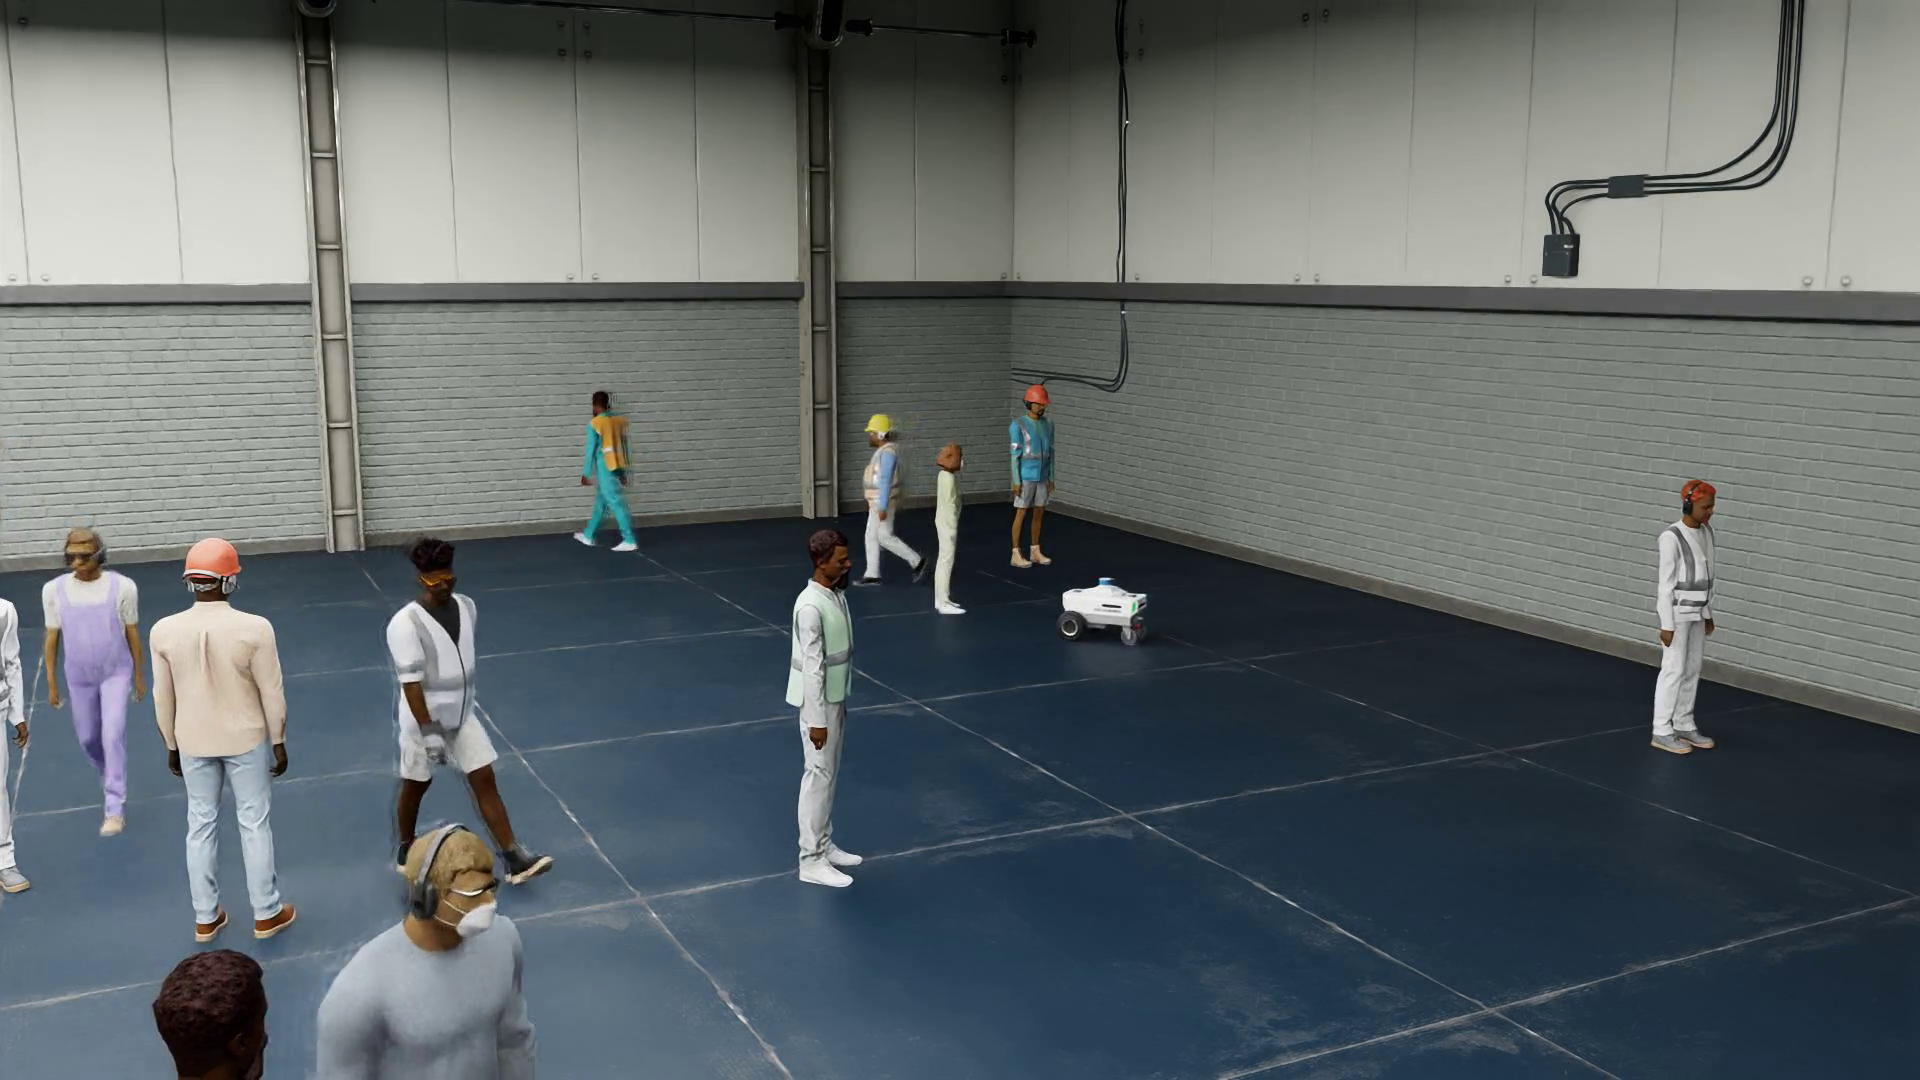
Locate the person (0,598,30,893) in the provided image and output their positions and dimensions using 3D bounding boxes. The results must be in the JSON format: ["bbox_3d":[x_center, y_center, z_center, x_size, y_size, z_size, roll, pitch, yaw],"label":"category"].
[{"bbox_3d":[-5.174,0.949,8.668,0.355,1.882,0.576,8,12,42],"label":"person"}]

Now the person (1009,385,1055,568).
[{"bbox_3d":[0.826,-0.703,18.408,0.602,2.033,0.415,-7,12,-38],"label":"person"}]

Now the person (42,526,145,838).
[{"bbox_3d":[-5.128,0.787,9.906,0.524,1.816,0.846,-3,10,-18],"label":"person"}]

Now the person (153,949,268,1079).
[{"bbox_3d":[-1.513,1.779,3.448,0.591,1.919,0.392,2,9,11],"label":"person"}]

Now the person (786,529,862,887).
[{"bbox_3d":[-0.738,0.884,8.959,0.375,1.917,0.599,1,9,6],"label":"person"}]

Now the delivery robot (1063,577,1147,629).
[{"bbox_3d":[1.286,0.576,14.759,0.707,0.478,0.477,4,10,24],"label":"delivery robot"}]

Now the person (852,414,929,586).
[{"bbox_3d":[-0.729,-0.405,17.236,0.706,1.811,0.596,-2,9,-12],"label":"person"}]

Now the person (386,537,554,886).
[{"bbox_3d":[-2.670,0.927,8.735,1.032,1.896,0.621,5,10,27],"label":"person"}]

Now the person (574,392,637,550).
[{"bbox_3d":[-4.209,-0.814,19.635,1.001,1.854,0.580,3,10,19],"label":"person"}]

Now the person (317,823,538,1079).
[{"bbox_3d":[-1.371,1.650,4.399,1.032,1.877,0.646,5,10,26],"label":"person"}]

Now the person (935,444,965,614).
[{"bbox_3d":[-0.102,-0.112,15.971,0.266,1.631,0.507,-1,9,-9],"label":"person"}]

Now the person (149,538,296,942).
[{"bbox_3d":[-3.596,0.979,8.137,0.610,1.995,0.375,-1,9,-5],"label":"person"}]

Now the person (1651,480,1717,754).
[{"bbox_3d":[4.953,0.519,11.343,0.586,1.879,0.373,-7,12,-38],"label":"person"}]
